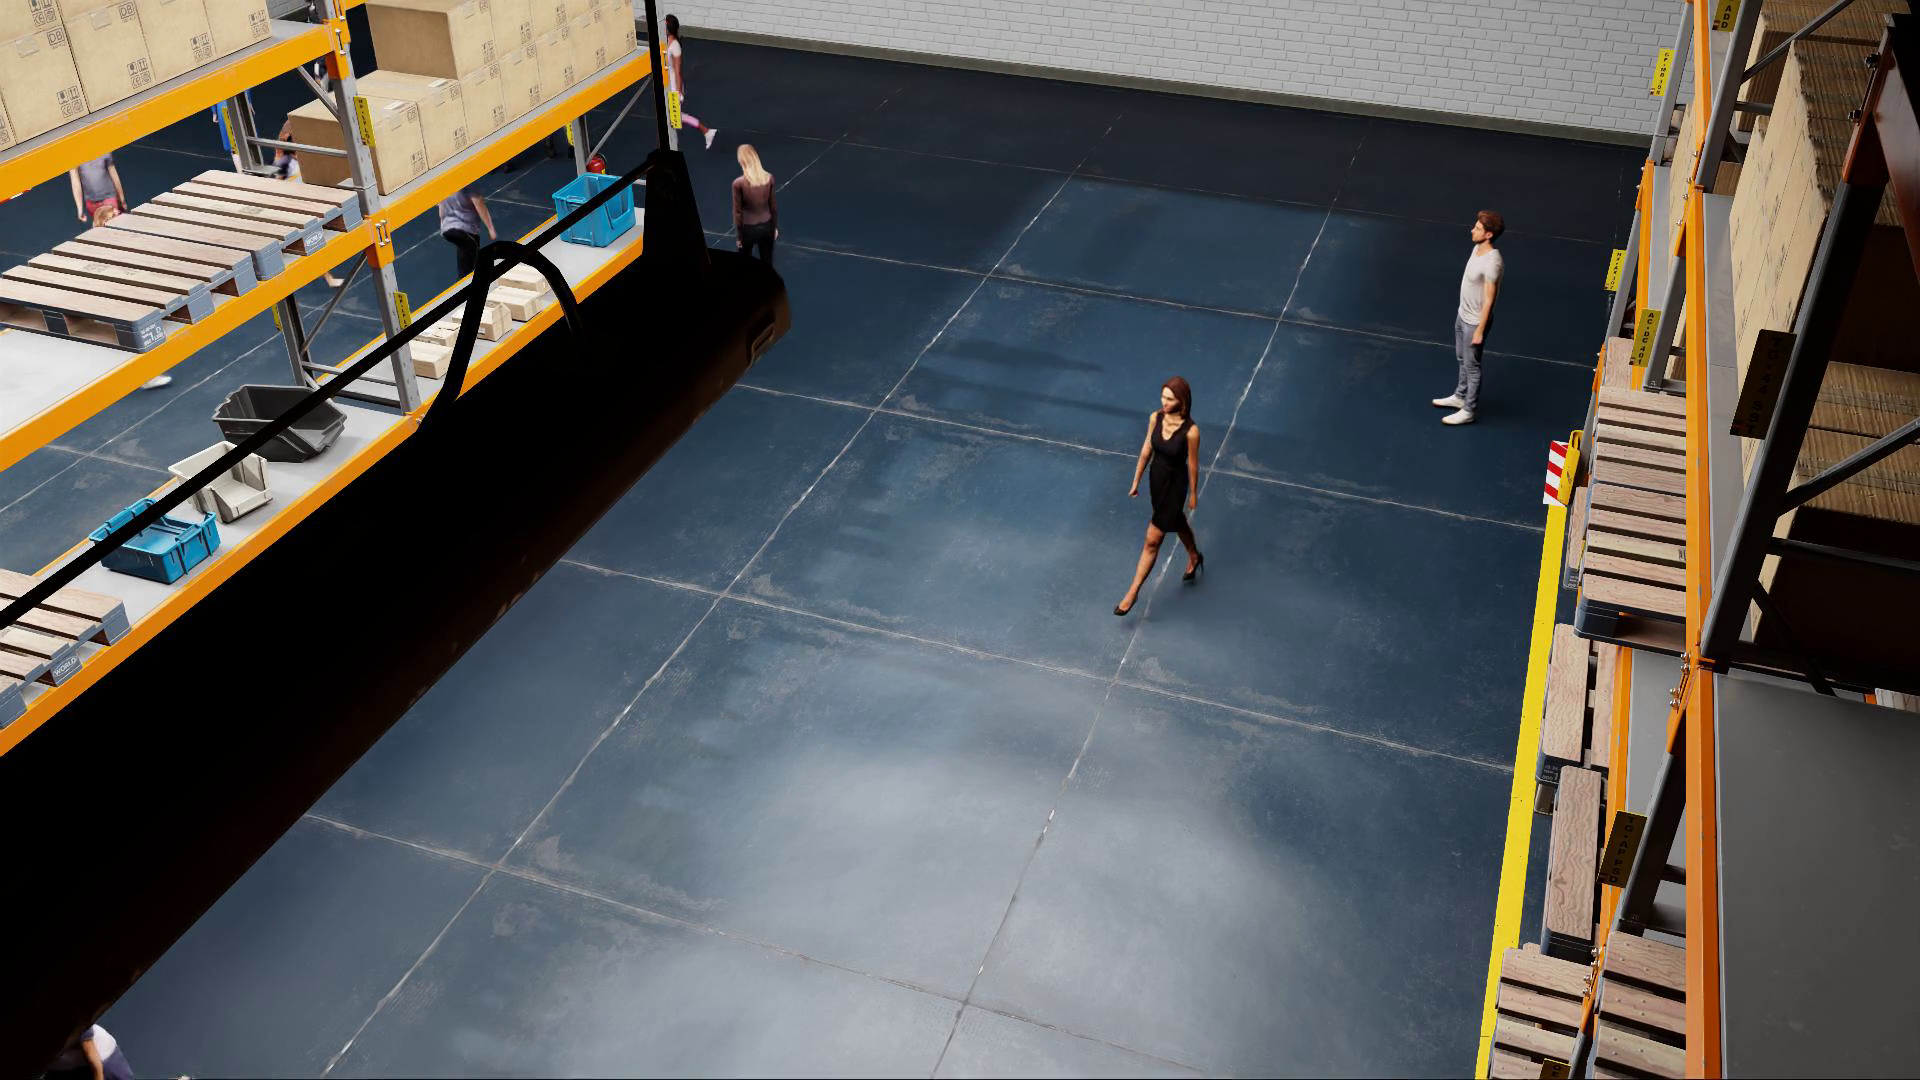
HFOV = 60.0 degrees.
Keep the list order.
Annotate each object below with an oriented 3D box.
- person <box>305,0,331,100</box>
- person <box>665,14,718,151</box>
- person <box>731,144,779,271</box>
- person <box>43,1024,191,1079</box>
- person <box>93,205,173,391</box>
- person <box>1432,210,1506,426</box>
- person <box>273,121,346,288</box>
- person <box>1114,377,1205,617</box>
[{"bbox_3d":[-7.466,-5.749,19.911,1.118,1.853,1.247,-3,34,-5],"label":"person"},{"bbox_3d":[-3.241,-5.207,19.213,1.046,1.722,1.023,-13,36,-19],"label":"person"},{"bbox_3d":[-1.894,-2.887,15.753,0.736,1.688,0.820,-19,38,-26],"label":"person"},{"bbox_3d":[-4.124,2.421,7.906,0.629,1.535,0.992,15,36,21],"label":"person"},{"bbox_3d":[-7.334,-2.081,14.520,0.824,1.711,0.763,-14,36,-20],"label":"person"},{"bbox_3d":[4.352,-1.880,14.051,0.793,1.895,0.613,0,34,-1],"label":"person"},{"bbox_3d":[-6.580,-3.301,16.384,0.648,1.679,0.925,15,36,21],"label":"person"},{"bbox_3d":[1.544,-0.340,11.847,1.239,1.771,0.950,-28,43,-35],"label":"person"}]
